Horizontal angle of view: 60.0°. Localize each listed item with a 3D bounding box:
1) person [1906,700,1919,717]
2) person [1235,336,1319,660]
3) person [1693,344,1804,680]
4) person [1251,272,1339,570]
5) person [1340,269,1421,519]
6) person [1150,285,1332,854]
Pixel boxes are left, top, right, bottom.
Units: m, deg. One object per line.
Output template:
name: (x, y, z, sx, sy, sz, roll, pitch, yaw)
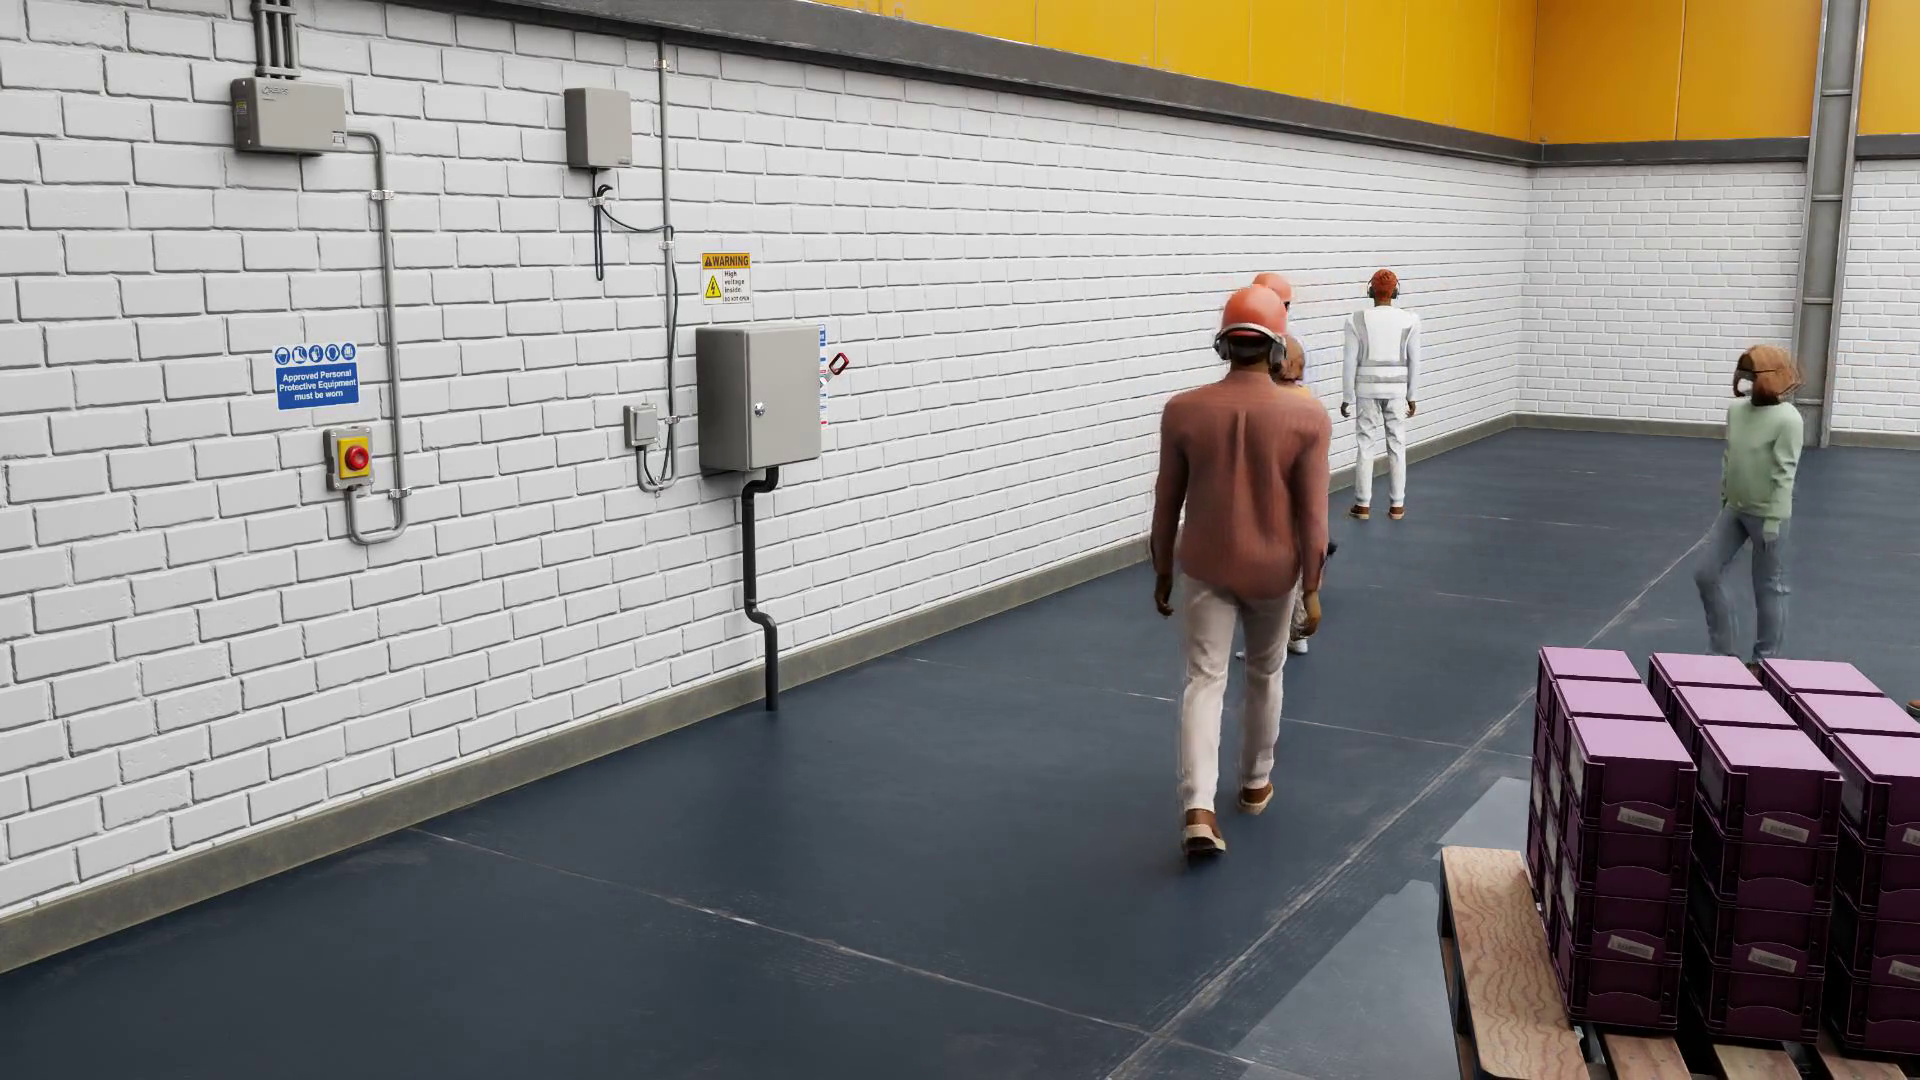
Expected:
person: (4.351, -0.121, 7.023, 0.401, 1.938, 0.602, 2, 10, 10)
person: (1.596, -0.200, 8.290, 0.310, 1.640, 0.514, 10, 14, 43)
person: (3.660, -0.105, 7.799, 0.515, 1.613, 0.532, -2, 10, -13)
person: (1.873, -0.610, 9.772, 0.694, 1.921, 0.563, 0, 10, -1)
person: (3.166, -1.090, 12.545, 0.574, 1.883, 0.361, 1, 10, 6)
person: (0.963, 0.094, 5.795, 0.622, 1.956, 0.981, 3, 11, 16)
